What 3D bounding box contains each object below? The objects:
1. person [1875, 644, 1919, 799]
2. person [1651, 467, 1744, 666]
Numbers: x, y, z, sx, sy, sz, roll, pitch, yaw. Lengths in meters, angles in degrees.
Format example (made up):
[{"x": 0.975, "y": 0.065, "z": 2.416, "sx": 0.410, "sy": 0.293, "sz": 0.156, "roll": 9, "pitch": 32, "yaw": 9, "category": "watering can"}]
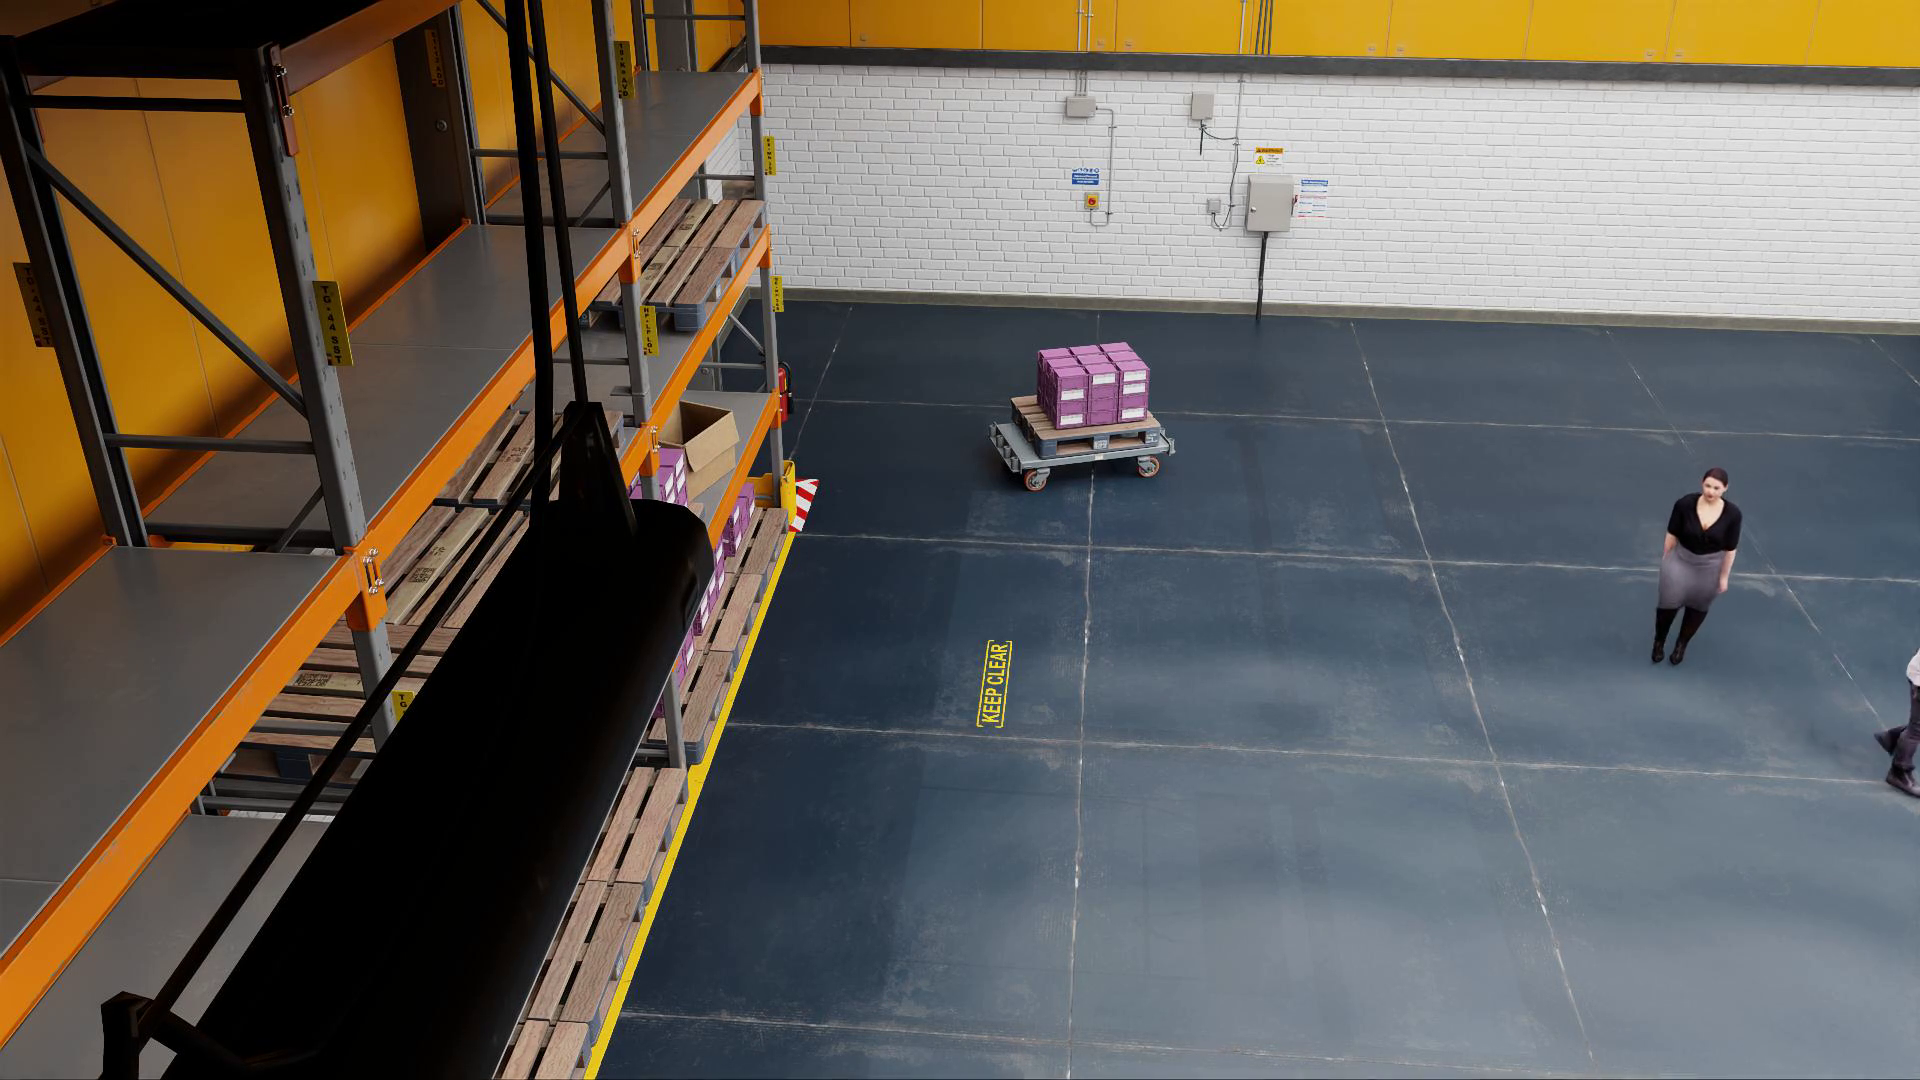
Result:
[{"x": 6.644, "y": 0.915, "z": 11.454, "sx": 0.855, "sy": 1.818, "sz": 0.916, "roll": -18, "pitch": 34, "yaw": -30, "category": "person"}, {"x": 5.706, "y": 0.183, "z": 12.876, "sx": 0.751, "sy": 1.741, "sz": 0.762, "roll": 12, "pitch": 31, "yaw": 21, "category": "person"}]
